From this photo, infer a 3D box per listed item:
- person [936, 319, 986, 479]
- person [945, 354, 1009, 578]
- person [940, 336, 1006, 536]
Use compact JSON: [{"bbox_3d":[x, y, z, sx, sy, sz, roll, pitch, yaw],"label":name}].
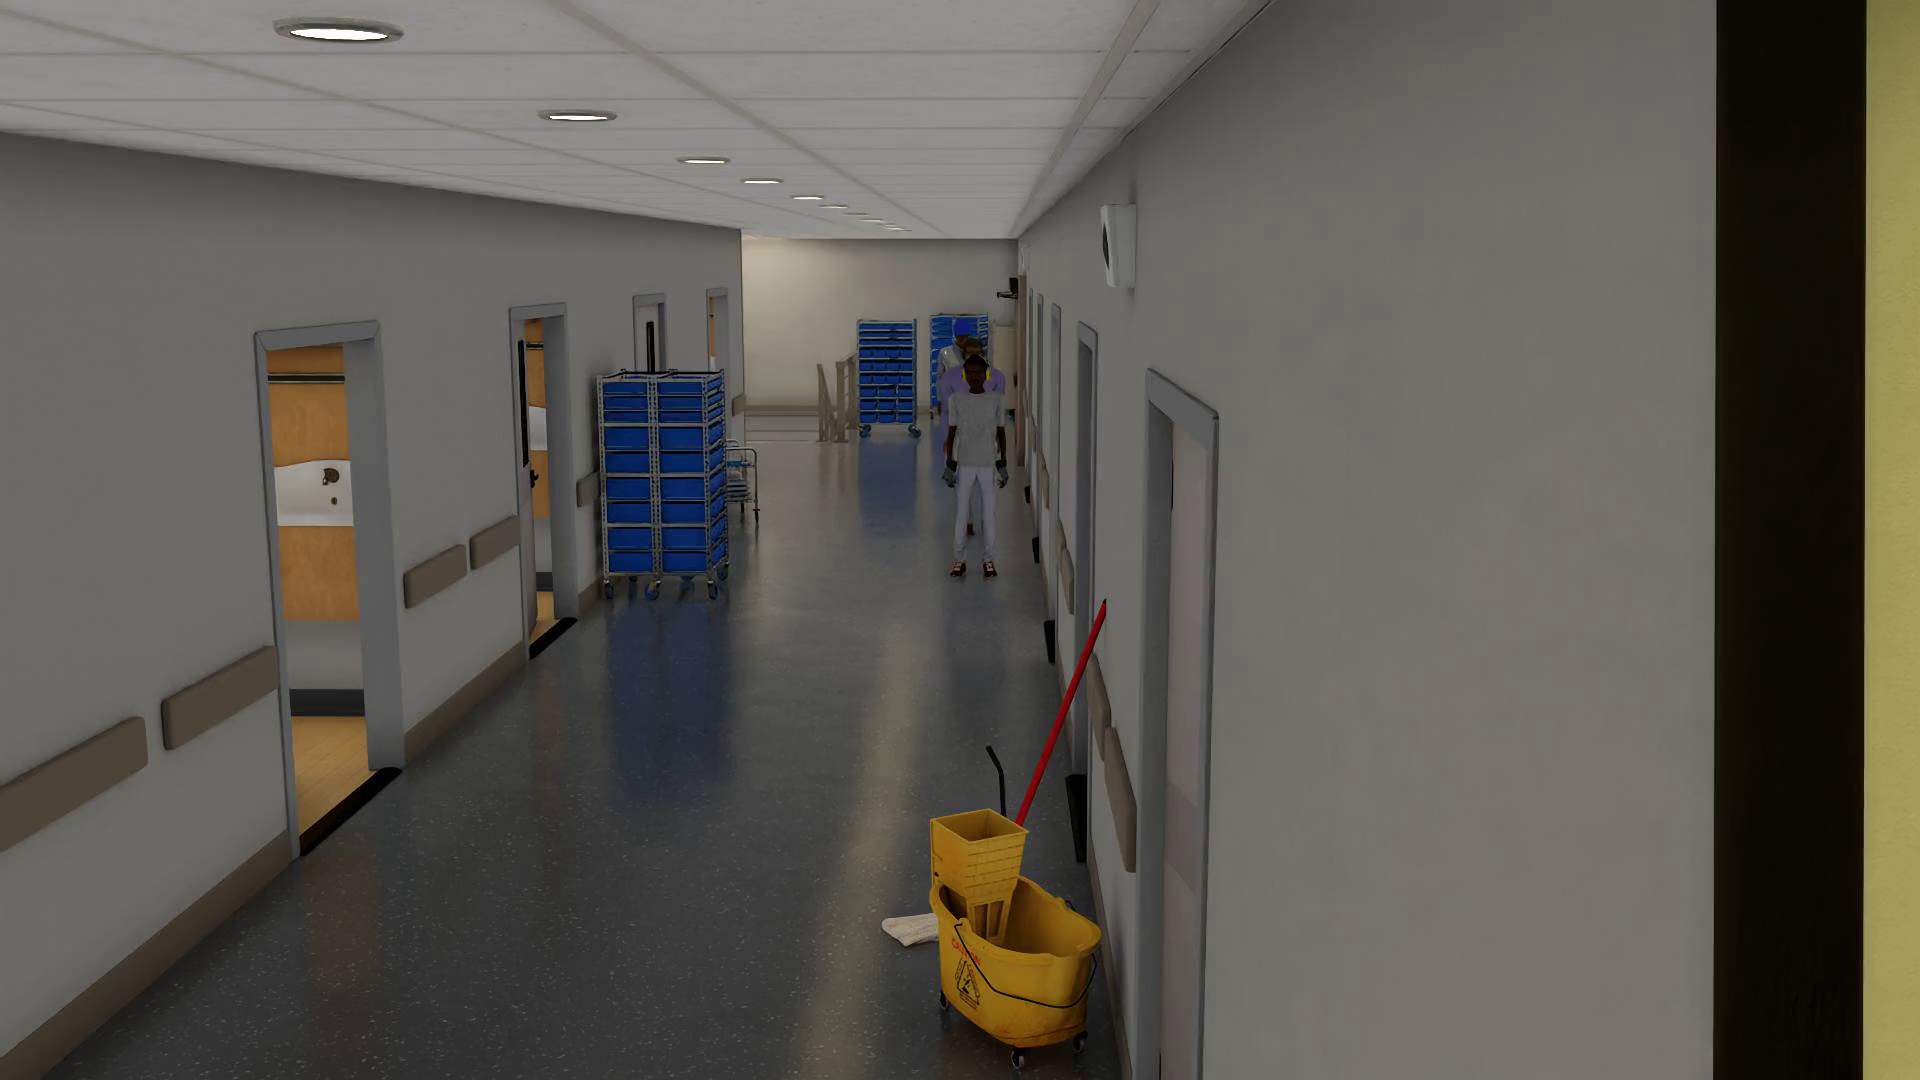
[{"bbox_3d":[0.018,-1.701,20.139,0.617,1.943,0.402,0,9,1],"label":"person"},{"bbox_3d":[0.139,-0.611,13.852,0.537,1.864,0.312,0,9,1],"label":"person"},{"bbox_3d":[0.123,-0.972,15.838,0.629,1.919,0.638,0,9,2],"label":"person"}]
